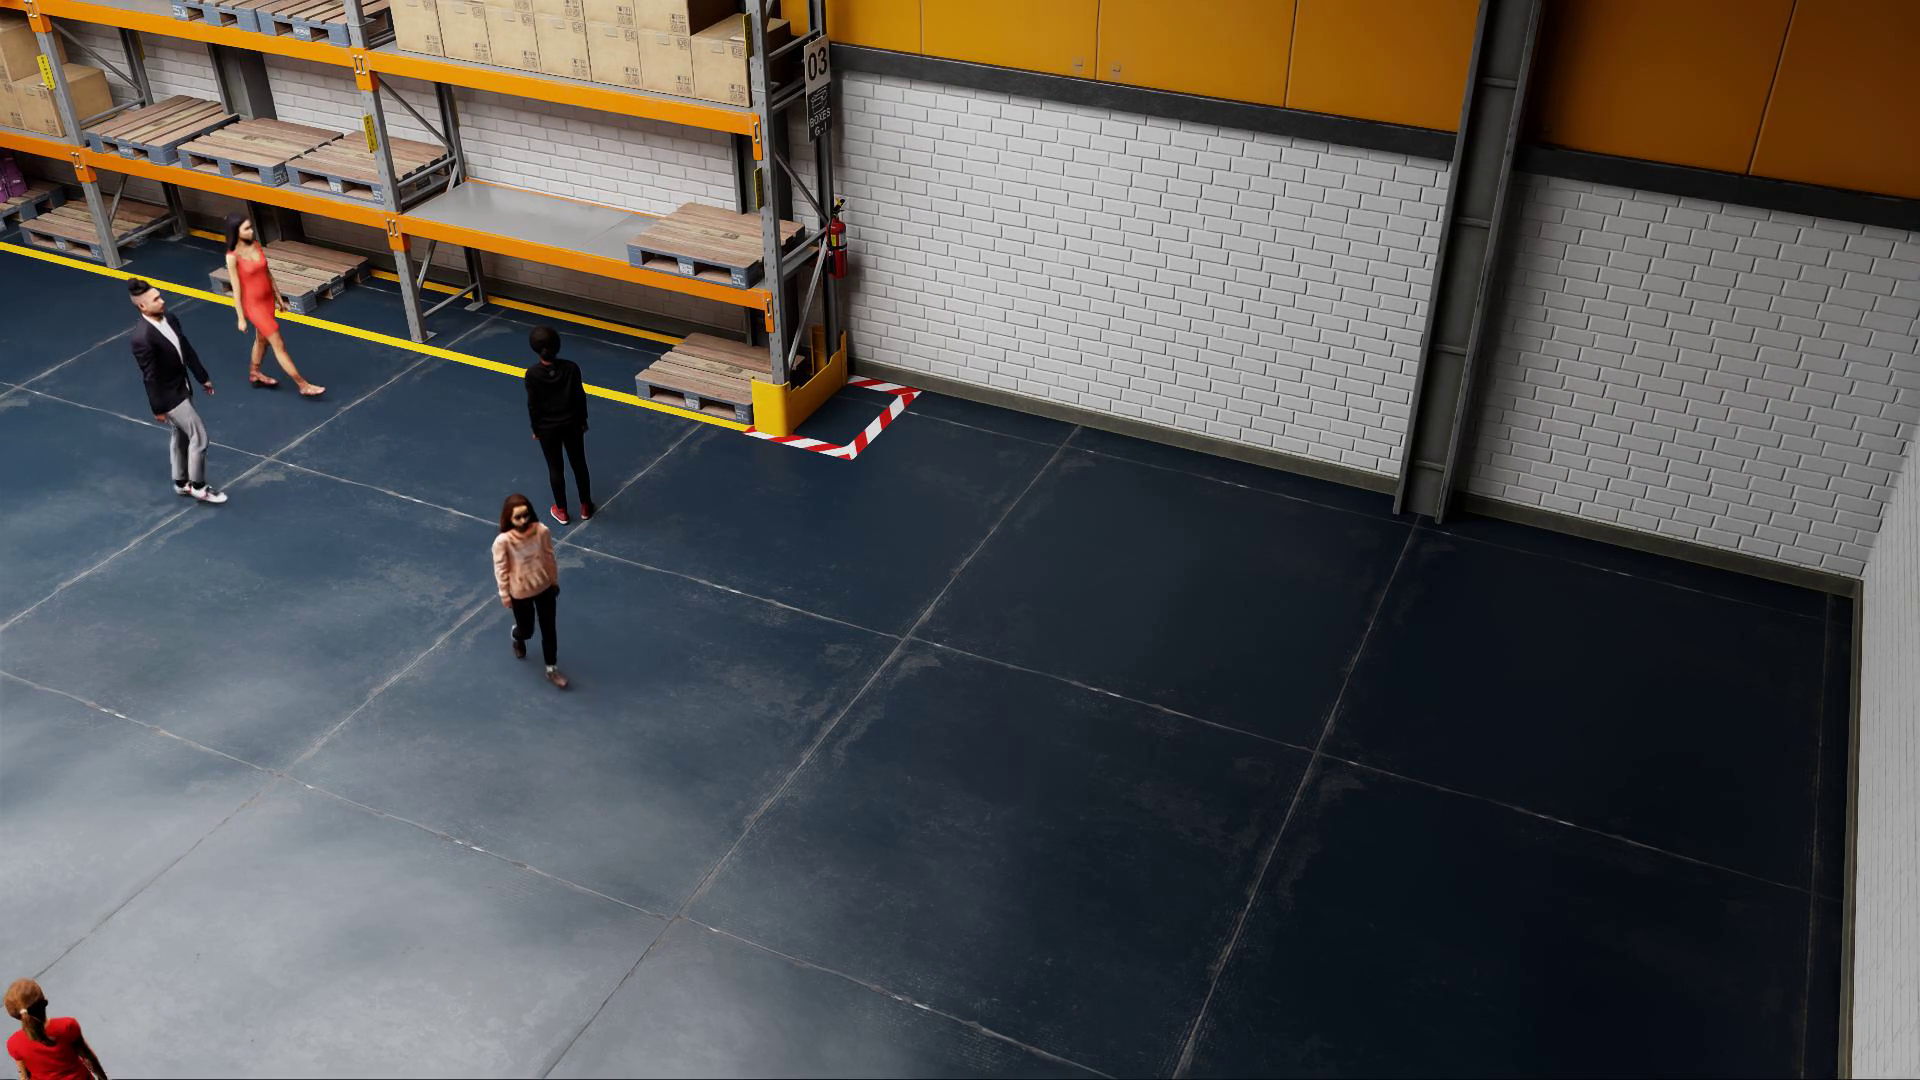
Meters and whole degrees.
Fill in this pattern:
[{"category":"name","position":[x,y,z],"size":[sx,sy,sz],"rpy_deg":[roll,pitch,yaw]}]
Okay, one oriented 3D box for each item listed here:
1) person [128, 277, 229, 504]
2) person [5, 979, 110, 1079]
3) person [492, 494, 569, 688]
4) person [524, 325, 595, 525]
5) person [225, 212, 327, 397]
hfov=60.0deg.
[{"category":"person","position":[-6.266,-1.176,13.027],"size":[0.876,1.932,0.845],"rpy_deg":[-1,34,-1]},{"category":"person","position":[-4.219,2.657,7.843],"size":[0.765,1.288,0.847],"rpy_deg":[-12,36,-18]},{"category":"person","position":[-2.917,0.307,11.214],"size":[0.775,1.470,0.901],"rpy_deg":[-24,40,-31]},{"category":"person","position":[-3.089,-0.892,12.834],"size":[0.674,1.675,0.726],"rpy_deg":[-13,36,-19]},{"category":"person","position":[-6.195,-2.043,14.564],"size":[1.101,1.675,0.779],"rpy_deg":[7,34,10]}]
